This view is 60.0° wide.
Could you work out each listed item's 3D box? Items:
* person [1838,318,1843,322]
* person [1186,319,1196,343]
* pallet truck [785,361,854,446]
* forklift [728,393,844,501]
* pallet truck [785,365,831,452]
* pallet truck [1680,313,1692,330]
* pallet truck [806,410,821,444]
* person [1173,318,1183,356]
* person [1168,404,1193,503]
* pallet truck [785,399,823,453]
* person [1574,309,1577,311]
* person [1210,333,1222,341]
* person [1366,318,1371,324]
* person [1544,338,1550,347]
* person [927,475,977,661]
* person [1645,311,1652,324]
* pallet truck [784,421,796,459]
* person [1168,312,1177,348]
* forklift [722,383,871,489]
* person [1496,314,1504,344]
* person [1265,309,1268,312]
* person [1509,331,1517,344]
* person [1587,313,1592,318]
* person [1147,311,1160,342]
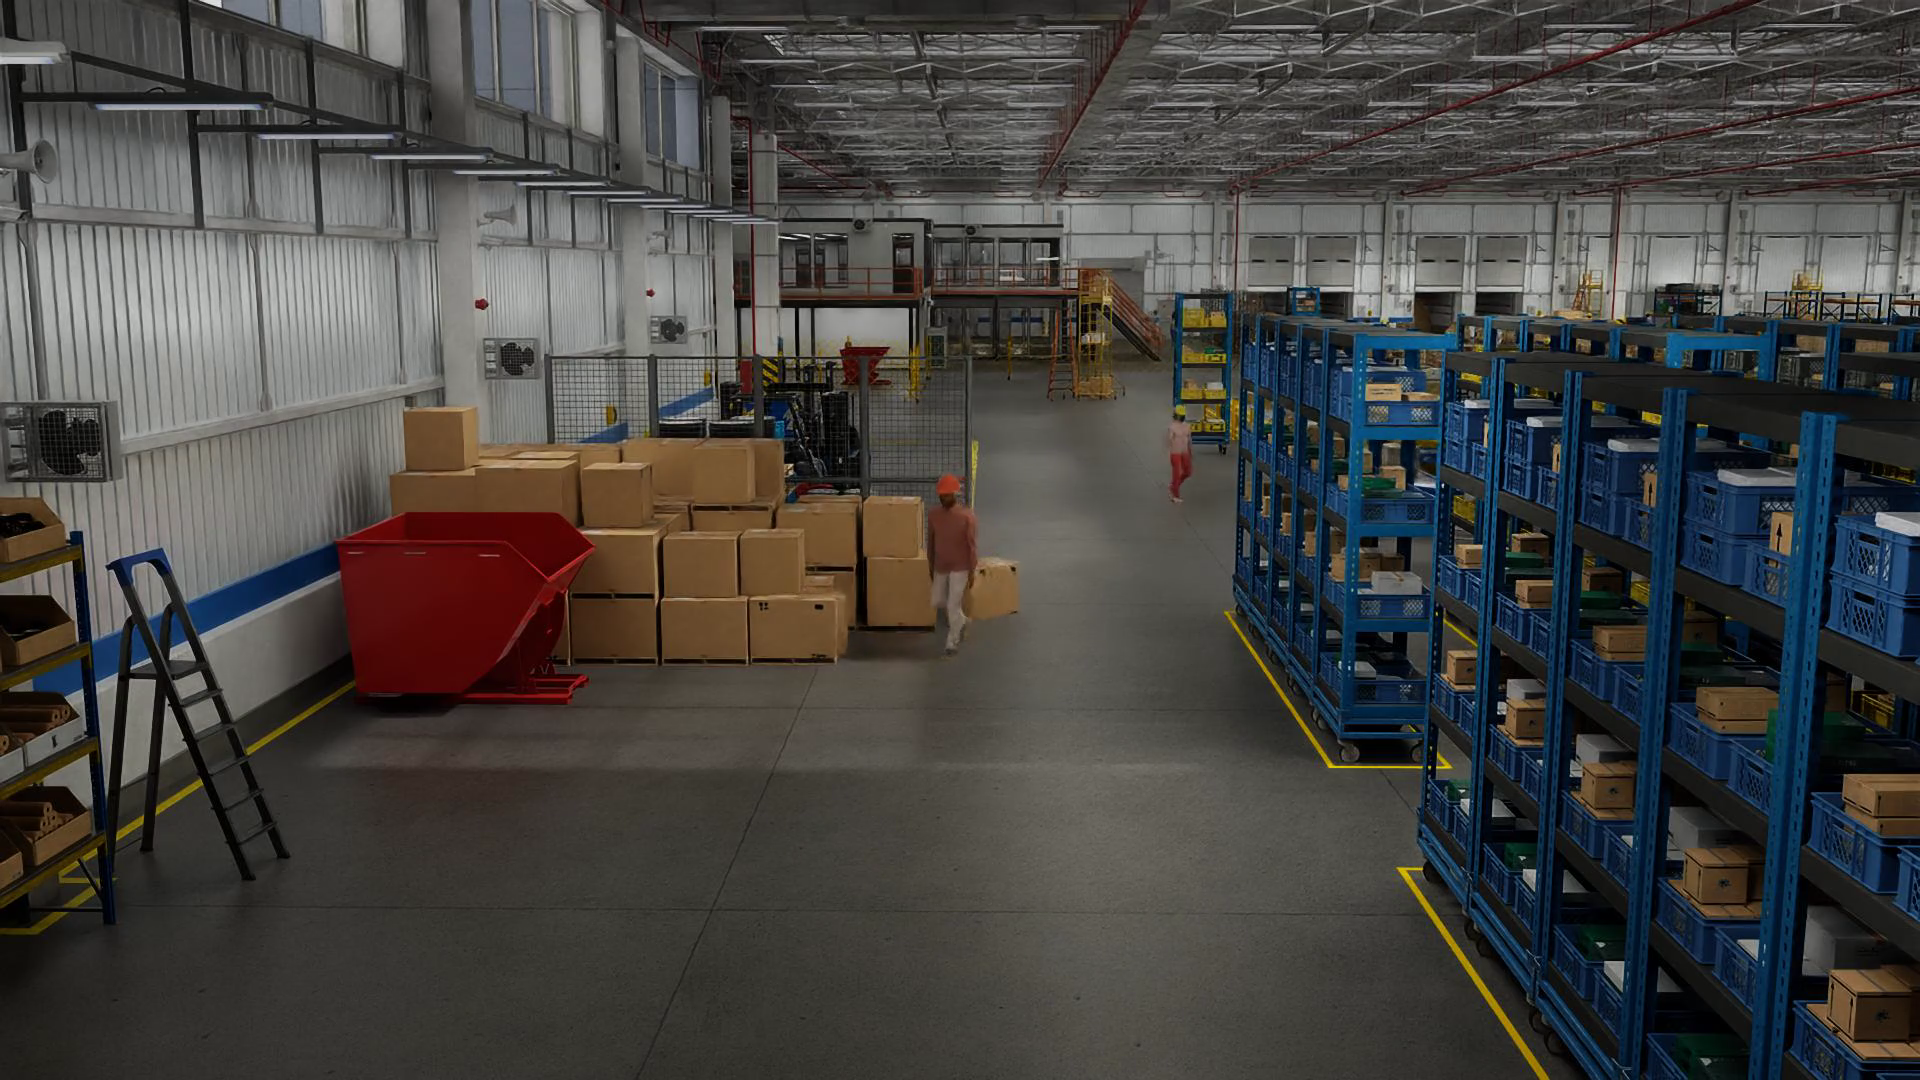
[{"bbox_3d":[41.328,-9.479,78.131,0.530,1.876,0.323,4,10,25],"label":"person"},{"bbox_3d":[13.091,-12.058,93.857,0.645,1.926,0.613,-1,9,-6],"label":"person"},{"bbox_3d":[-3.410,-3.193,38.978,1.885,1.965,0.823,0,9,-1],"label":"pallet truck"},{"bbox_3d":[-2.979,-1.316,26.476,2.680,1.987,1.157,0,9,1],"label":"forklift"},{"bbox_3d":[-3.774,-2.976,37.635,1.885,1.965,0.823,1,9,5],"label":"pallet truck"},{"bbox_3d":[36.315,-10.531,84.244,0.823,1.965,1.885,-6,11,-33],"label":"pallet truck"},{"bbox_3d":[-3.559,-2.018,33.905,1.522,1.261,0.704,0,9,-1],"label":"pallet truck"},{"bbox_3d":[10.555,-9.818,80.385,0.516,1.833,0.352,-6,11,-33],"label":"person"},{"bbox_3d":[3.891,-1.537,29.498,0.552,1.750,0.424,-6,11,-33],"label":"person"},{"bbox_3d":[-3.814,-2.432,36.419,1.630,1.274,0.653,0,9,1],"label":"pallet truck"},{"bbox_3d":[34.283,-11.896,92.844,0.356,1.939,0.542,2,10,15],"label":"person"},{"bbox_3d":[15.034,-12.515,97.081,0.979,1.794,0.646,0,9,-3],"label":"person"},{"bbox_3d":[19.568,-9.734,79.869,0.601,1.833,0.991,6,11,33],"label":"person"},{"bbox_3d":[19.932,-5.929,56.396,0.403,1.822,0.589,8,12,42],"label":"person"},{"bbox_3d":[-0.055,0.270,17.696,0.622,1.975,0.648,6,11,33],"label":"person"},{"bbox_3d":[37.498,-11.558,90.906,0.885,1.882,0.591,5,10,27],"label":"person"},{"bbox_3d":[-4.013,-1.793,32.705,1.601,1.201,0.680,0,9,1],"label":"pallet truck"},{"bbox_3d":[11.356,-11.142,88.245,0.391,1.921,0.591,-4,10,-25],"label":"person"},{"bbox_3d":[-2.893,-1.687,28.729,2.680,1.987,1.157,0,9,-1],"label":"forklift"},{"bbox_3d":[27.642,-10.657,85.404,0.615,1.872,0.414,6,11,32],"label":"person"},{"bbox_3d":[17.347,-12.224,94.992,0.612,1.895,0.540,-9,13,-44],"label":"person"},{"bbox_3d":[25.881,-9.372,77.437,0.993,1.883,0.569,-2,9,-13],"label":"person"},{"bbox_3d":[32.277,-10.695,85.481,0.383,1.923,0.589,-9,13,-43],"label":"person"},{"bbox_3d":[11.165,-12.315,95.836,0.979,1.820,0.499,-7,12,-37],"label":"person"}]
